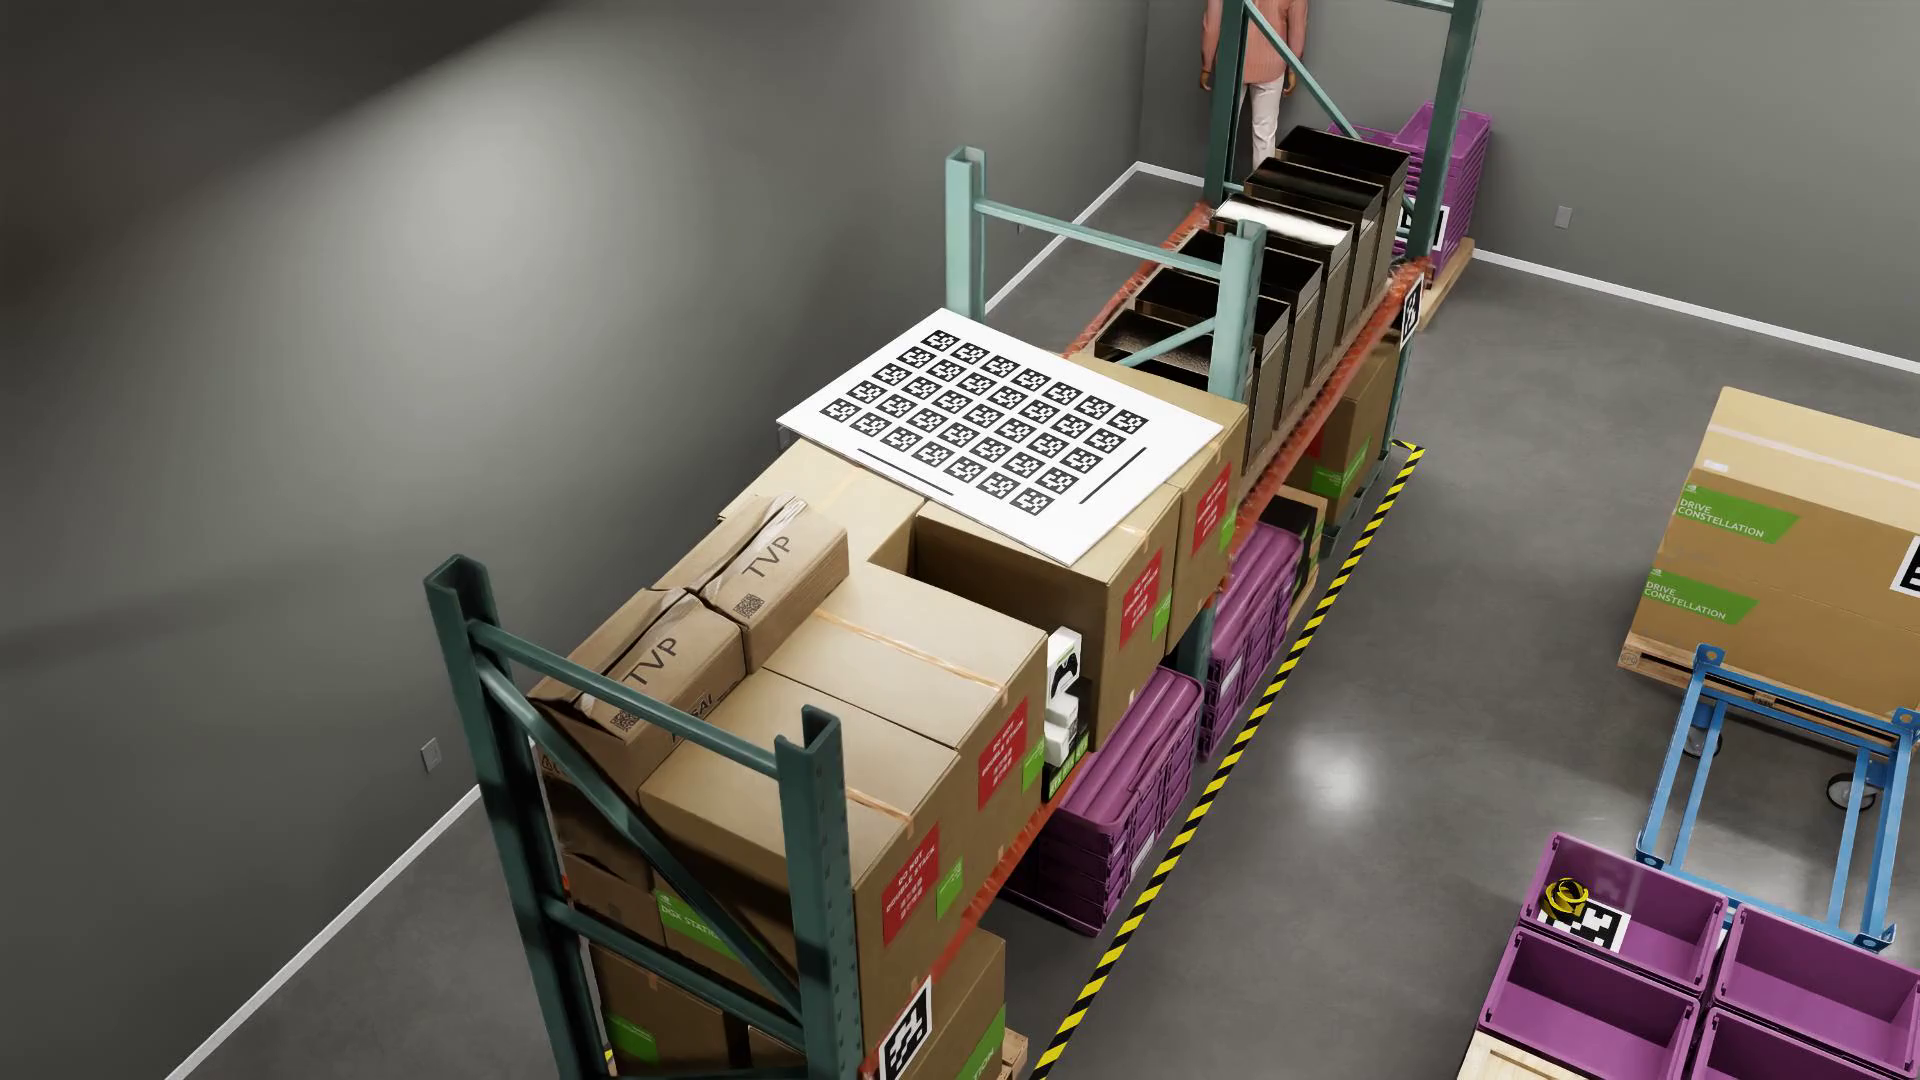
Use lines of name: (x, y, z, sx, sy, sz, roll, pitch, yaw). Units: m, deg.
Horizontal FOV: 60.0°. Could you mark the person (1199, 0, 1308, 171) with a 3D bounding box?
person: (1.731, -2.836, 9.932, 0.609, 1.996, 0.379, 4, 40, 5)
